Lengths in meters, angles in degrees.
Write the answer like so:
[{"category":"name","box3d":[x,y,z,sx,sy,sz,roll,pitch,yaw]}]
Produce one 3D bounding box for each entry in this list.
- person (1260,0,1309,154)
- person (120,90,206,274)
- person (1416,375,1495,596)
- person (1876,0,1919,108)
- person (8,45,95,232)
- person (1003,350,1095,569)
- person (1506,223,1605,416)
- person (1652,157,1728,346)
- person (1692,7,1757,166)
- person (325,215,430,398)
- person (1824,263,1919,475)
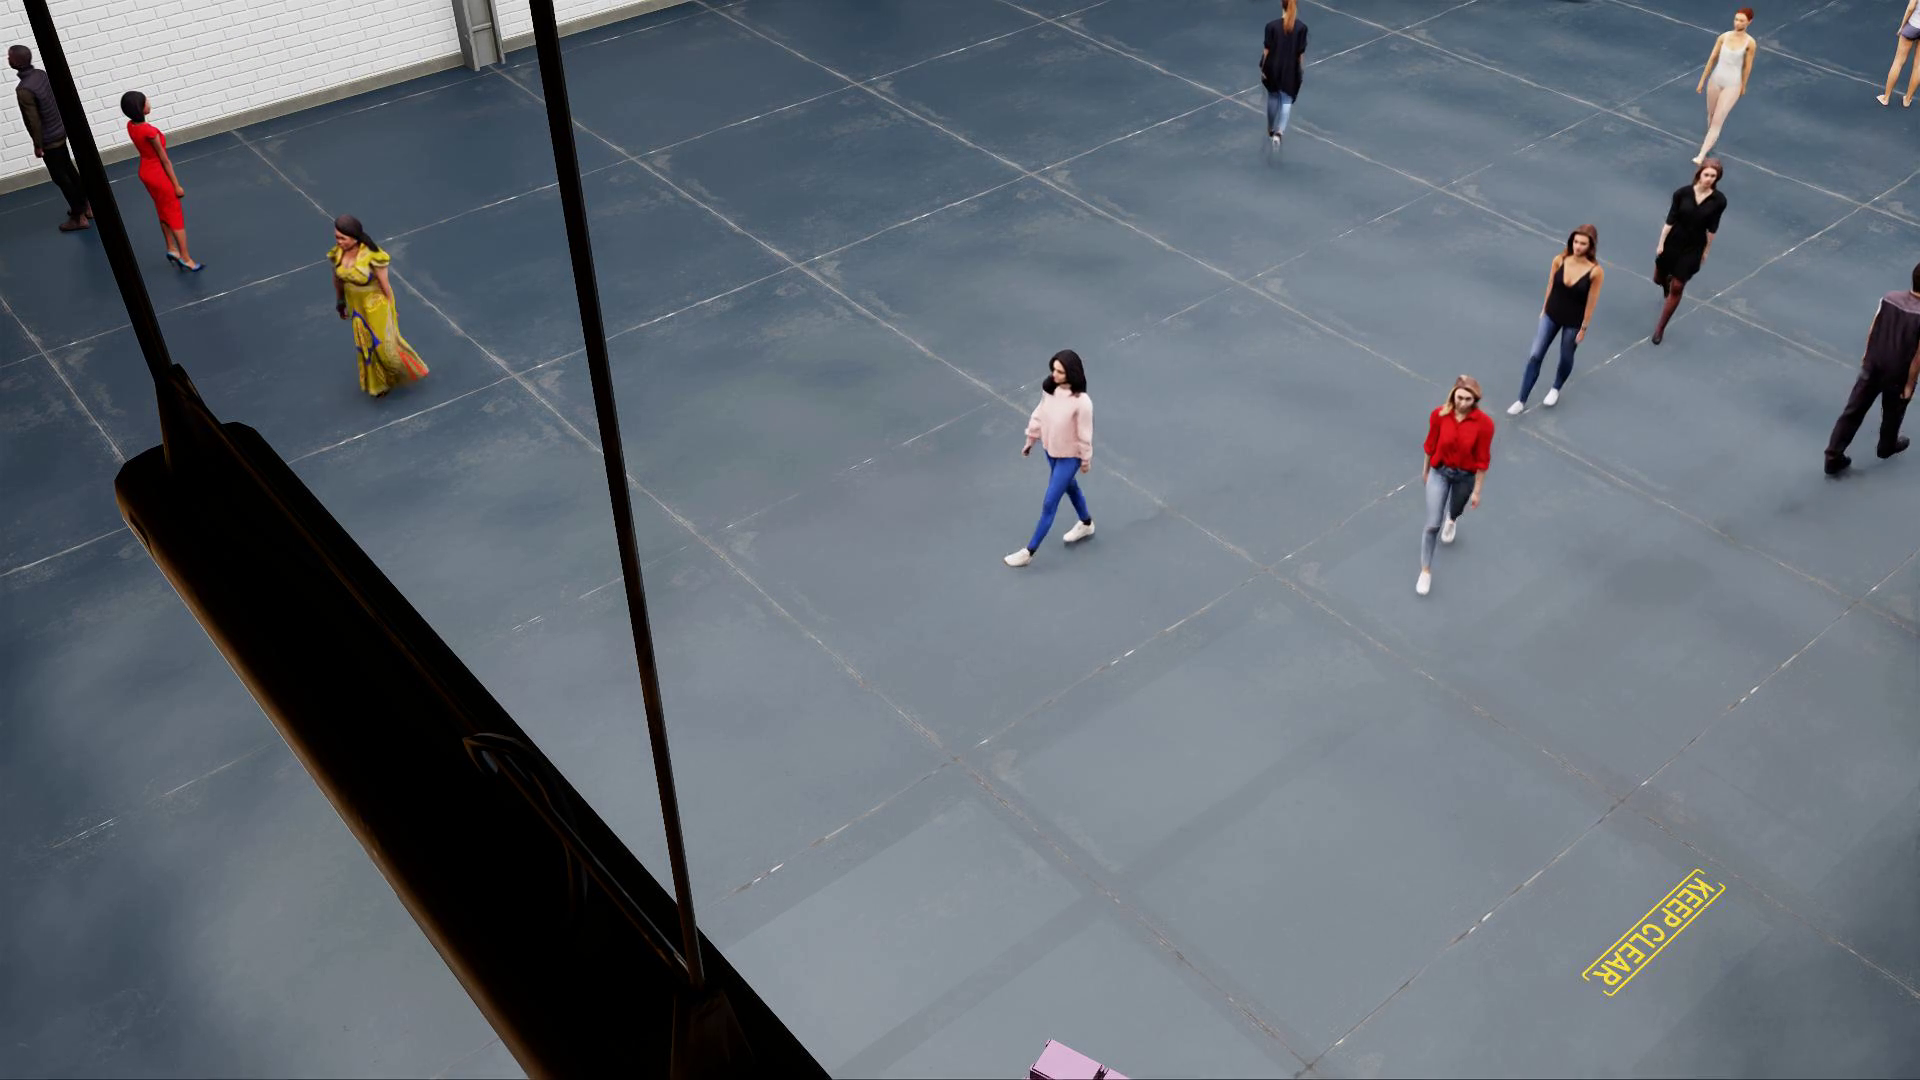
[{"category":"person","box3d":[3.367,-4.857,17.347,1.004,1.663,1.116,6,39,8]},{"category":"person","box3d":[-7.383,-3.296,15.329,0.611,1.741,0.570,26,45,29]},{"category":"person","box3d":[3.532,-0.481,11.861,0.975,1.670,1.210,13,41,16]},{"category":"person","box3d":[10.537,-5.611,18.234,0.661,1.734,0.683,10,40,12]},{"category":"person","box3d":[-8.746,-3.877,15.981,0.783,1.836,0.777,-4,39,-5]},{"category":"person","box3d":[0.814,-0.636,12.014,1.147,1.723,0.765,-20,43,-24]},{"category":"person","box3d":[4.953,-1.828,13.528,0.707,1.694,0.968,26,45,29]},{"category":"person","box3d":[6.274,-2.556,14.449,0.834,1.683,1.036,16,41,19]},{"category":"person","box3d":[7.952,-4.724,17.228,0.633,1.603,1.033,31,48,32]},{"category":"person","box3d":[-4.835,-1.969,13.741,0.982,1.649,1.032,9,39,11]},{"category":"person","box3d":[7.041,-1.270,12.727,1.081,1.822,0.797,-21,43,-24]}]
